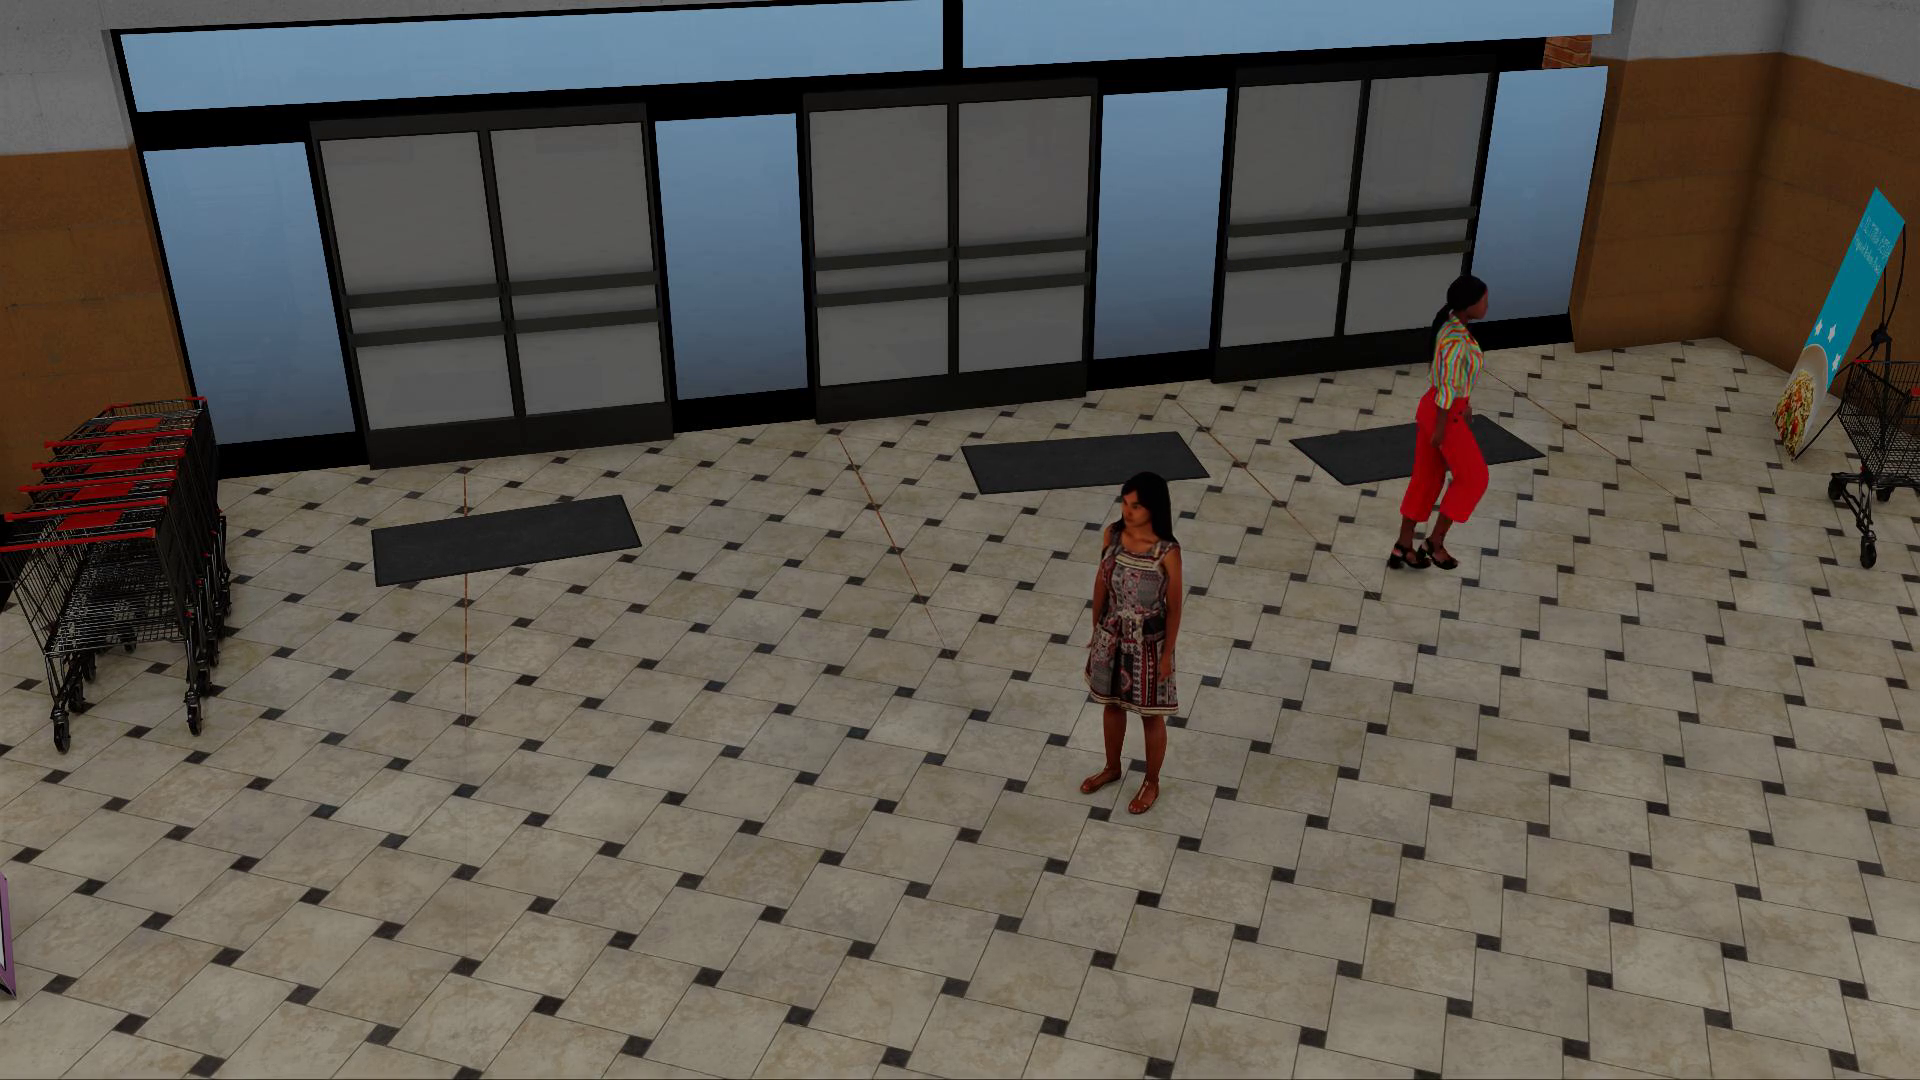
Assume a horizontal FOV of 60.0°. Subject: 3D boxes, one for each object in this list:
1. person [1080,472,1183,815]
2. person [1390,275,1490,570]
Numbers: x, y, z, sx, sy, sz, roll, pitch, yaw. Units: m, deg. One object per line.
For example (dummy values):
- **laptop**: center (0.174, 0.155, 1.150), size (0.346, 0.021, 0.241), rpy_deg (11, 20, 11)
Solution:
- **person**: center (0.789, 0.442, 7.417), size (0.678, 1.645, 0.784), rpy_deg (20, 33, 35)
- **person**: center (2.624, -0.632, 9.393), size (0.739, 1.774, 0.719), rpy_deg (1, 27, 1)
